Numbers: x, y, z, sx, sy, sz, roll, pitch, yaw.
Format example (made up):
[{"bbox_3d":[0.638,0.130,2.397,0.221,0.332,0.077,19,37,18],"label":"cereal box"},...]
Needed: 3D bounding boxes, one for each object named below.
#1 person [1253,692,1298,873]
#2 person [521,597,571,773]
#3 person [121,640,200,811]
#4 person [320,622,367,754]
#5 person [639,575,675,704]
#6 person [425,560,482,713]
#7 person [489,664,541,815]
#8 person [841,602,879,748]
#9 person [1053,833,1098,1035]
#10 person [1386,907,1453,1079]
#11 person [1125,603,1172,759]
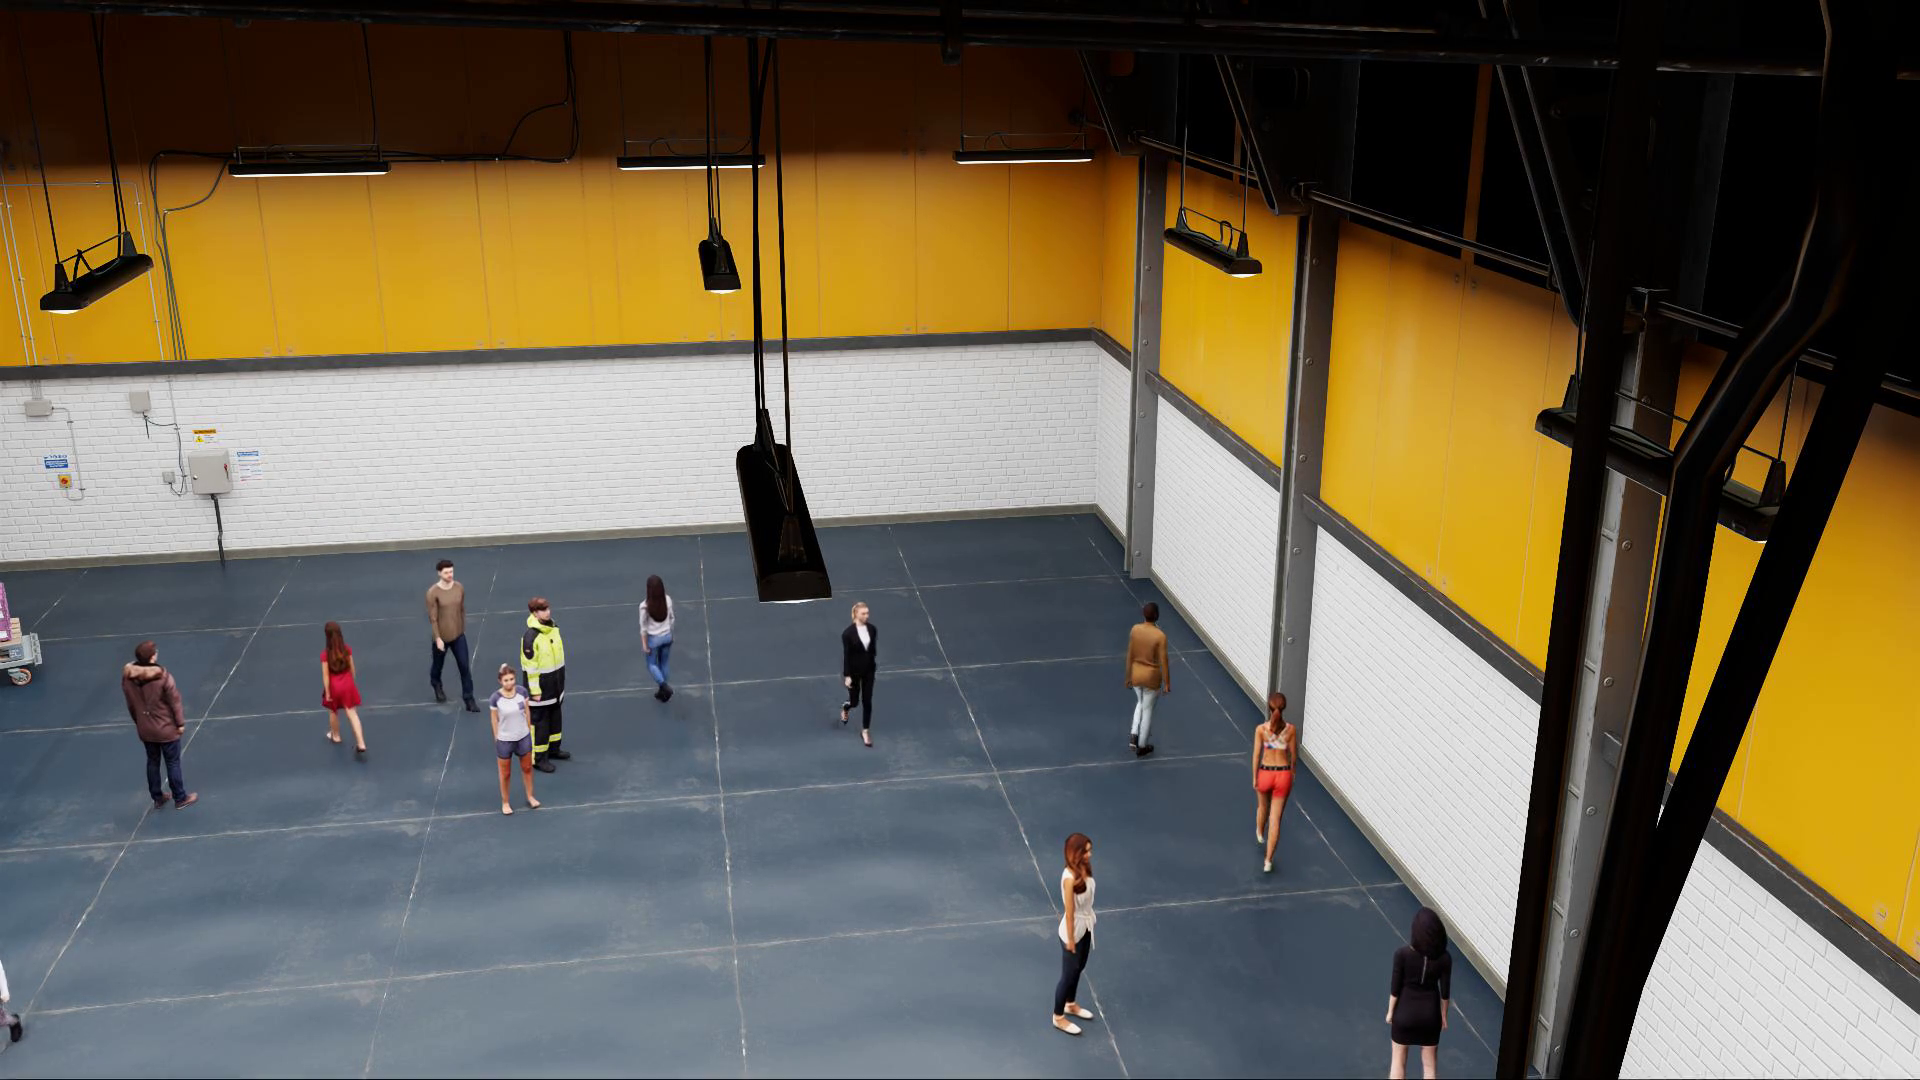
[{"bbox_3d":[3.046,2.377,16.108,0.837,1.757,1.111,4,19,12],"label":"person"},{"bbox_3d":[-4.560,1.543,18.236,0.928,1.981,0.781,6,19,16],"label":"person"},{"bbox_3d":[-8.355,1.925,17.311,0.838,1.847,0.799,3,19,9],"label":"person"},{"bbox_3d":[-6.883,1.673,18.568,0.929,1.521,1.130,-16,24,-40],"label":"person"},{"bbox_3d":[-3.548,1.215,19.780,0.802,1.616,0.906,-14,23,-36],"label":"person"},{"bbox_3d":[-6.116,1.119,19.709,1.056,1.843,1.299,-15,24,-38],"label":"person"},{"bbox_3d":[-4.650,2.055,17.280,0.637,1.619,0.644,-12,22,-33],"label":"person"},{"bbox_3d":[-1.168,1.495,18.826,0.792,1.694,0.941,-11,22,-29],"label":"person"},{"bbox_3d":[0.940,3.198,13.639,0.743,1.777,0.657,9,21,24],"label":"person"},{"bbox_3d":[3.416,3.588,12.440,0.654,1.803,0.595,2,19,6],"label":"person"},{"bbox_3d":[2.017,1.572,18.419,0.779,1.808,0.844,13,23,34],"label":"person"}]
